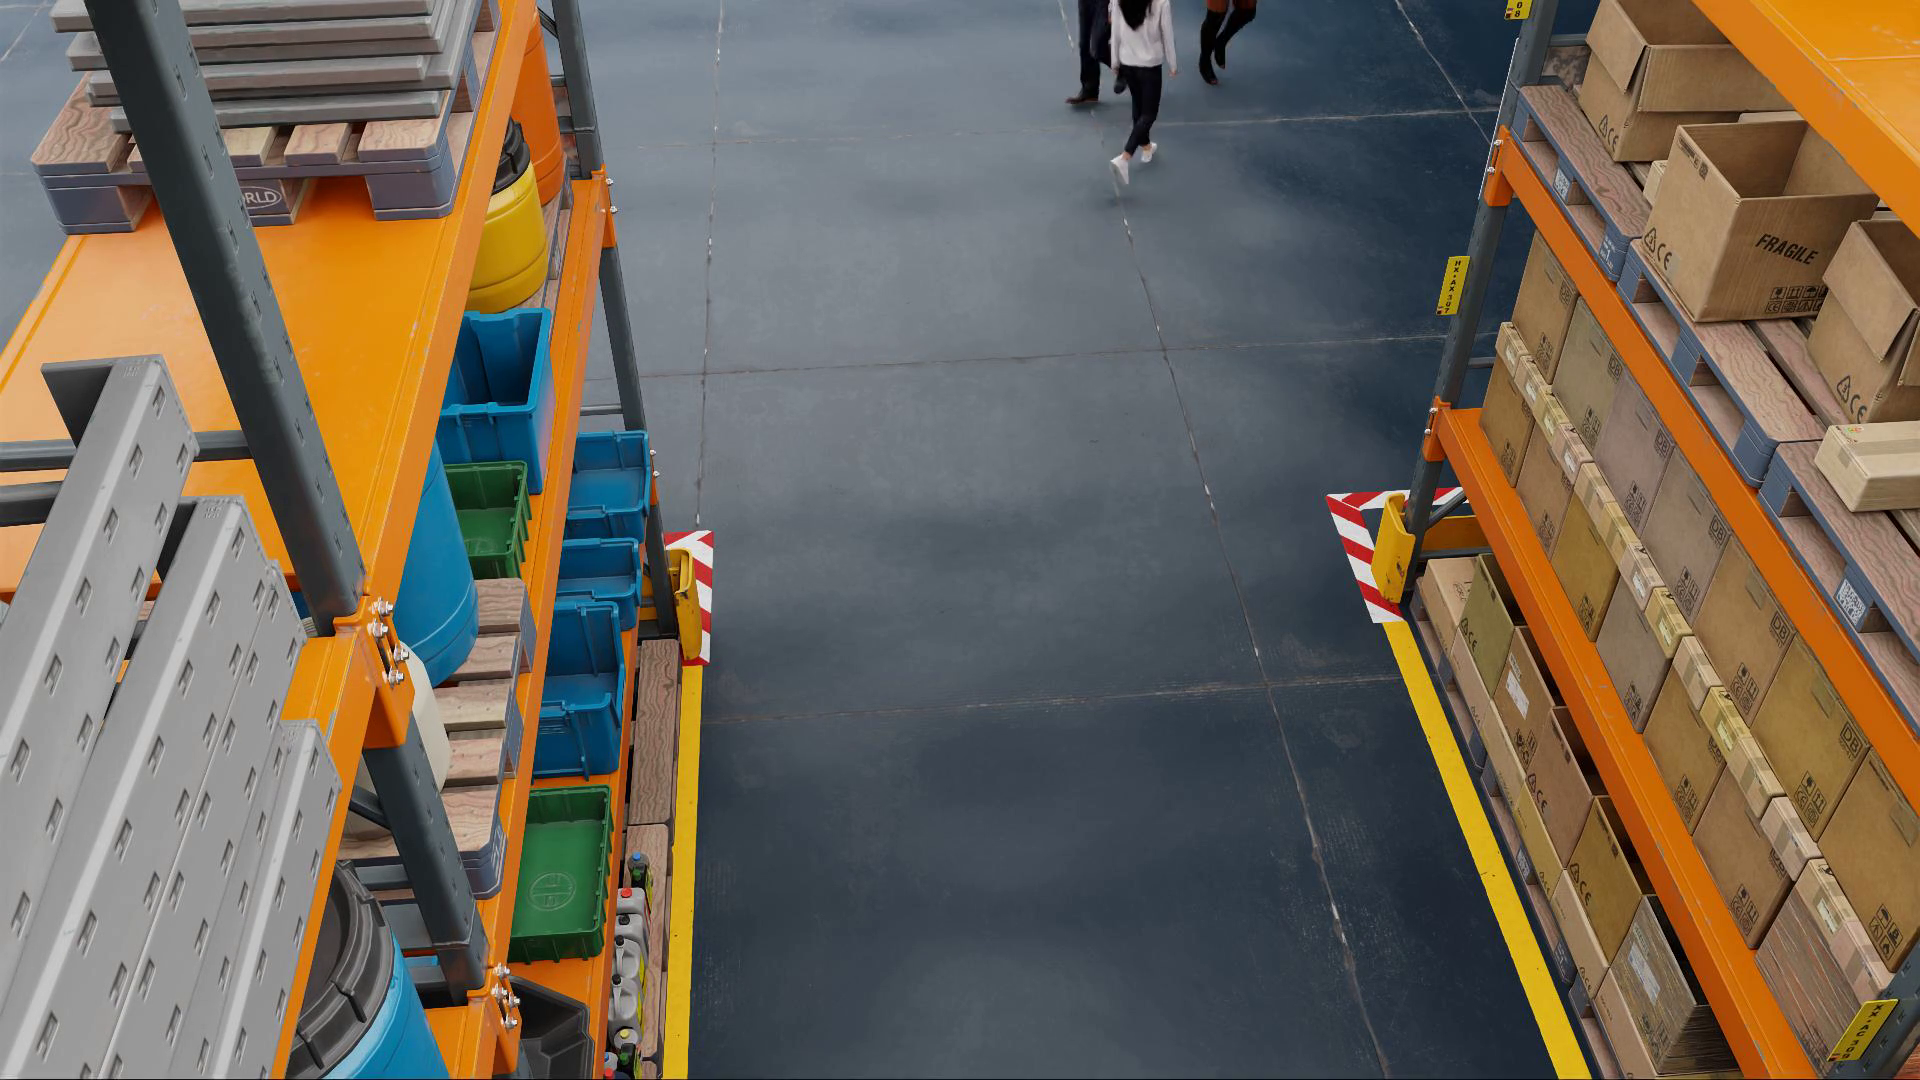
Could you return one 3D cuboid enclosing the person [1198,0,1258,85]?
[{"bbox_3d":[2.065,-4.502,13.117,0.815,1.835,0.825,-20,46,-20],"label":"person"}]

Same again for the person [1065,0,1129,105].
[{"bbox_3d":[1.146,-4.208,12.815,0.926,1.805,0.895,-23,47,-23],"label":"person"}]

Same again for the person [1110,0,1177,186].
[{"bbox_3d":[1.270,-3.399,12.027,1.004,1.669,1.129,25,48,25],"label":"person"}]
